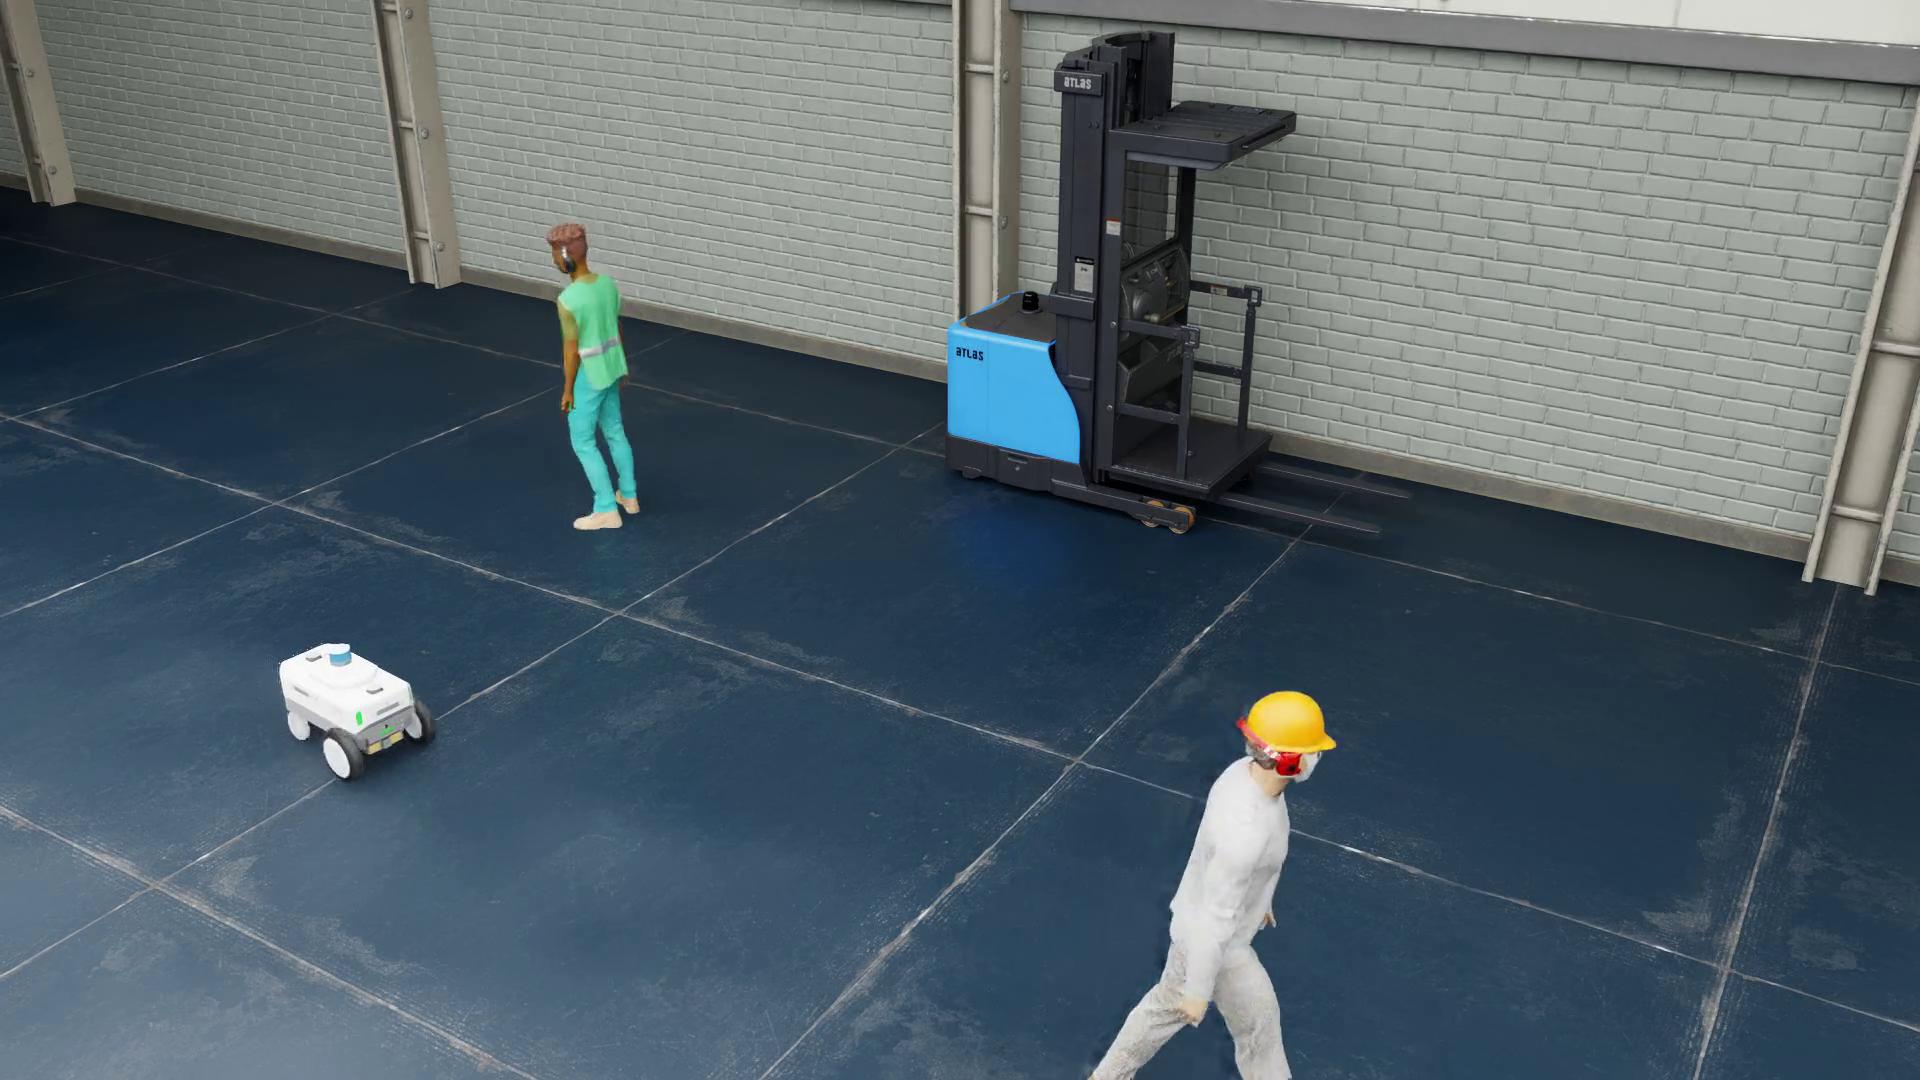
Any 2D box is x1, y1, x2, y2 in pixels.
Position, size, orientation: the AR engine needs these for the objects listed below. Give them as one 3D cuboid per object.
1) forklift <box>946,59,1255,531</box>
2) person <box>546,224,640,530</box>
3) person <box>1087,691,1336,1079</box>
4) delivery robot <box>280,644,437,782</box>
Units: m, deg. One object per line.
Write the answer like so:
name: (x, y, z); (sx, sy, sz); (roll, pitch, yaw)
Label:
forklift: (0.933, -1.707, 10.833); (1.873, 2.768, 1.129); (15, 29, 28)
person: (-2.271, -1.028, 10.470); (0.406, 1.972, 0.668); (10, 27, 21)
person: (0.901, 1.333, 5.613); (1.001, 1.840, 0.619); (4, 26, 8)
delivery robot: (-3.018, 0.803, 8.229); (0.802, 0.598, 0.499); (18, 31, 34)
